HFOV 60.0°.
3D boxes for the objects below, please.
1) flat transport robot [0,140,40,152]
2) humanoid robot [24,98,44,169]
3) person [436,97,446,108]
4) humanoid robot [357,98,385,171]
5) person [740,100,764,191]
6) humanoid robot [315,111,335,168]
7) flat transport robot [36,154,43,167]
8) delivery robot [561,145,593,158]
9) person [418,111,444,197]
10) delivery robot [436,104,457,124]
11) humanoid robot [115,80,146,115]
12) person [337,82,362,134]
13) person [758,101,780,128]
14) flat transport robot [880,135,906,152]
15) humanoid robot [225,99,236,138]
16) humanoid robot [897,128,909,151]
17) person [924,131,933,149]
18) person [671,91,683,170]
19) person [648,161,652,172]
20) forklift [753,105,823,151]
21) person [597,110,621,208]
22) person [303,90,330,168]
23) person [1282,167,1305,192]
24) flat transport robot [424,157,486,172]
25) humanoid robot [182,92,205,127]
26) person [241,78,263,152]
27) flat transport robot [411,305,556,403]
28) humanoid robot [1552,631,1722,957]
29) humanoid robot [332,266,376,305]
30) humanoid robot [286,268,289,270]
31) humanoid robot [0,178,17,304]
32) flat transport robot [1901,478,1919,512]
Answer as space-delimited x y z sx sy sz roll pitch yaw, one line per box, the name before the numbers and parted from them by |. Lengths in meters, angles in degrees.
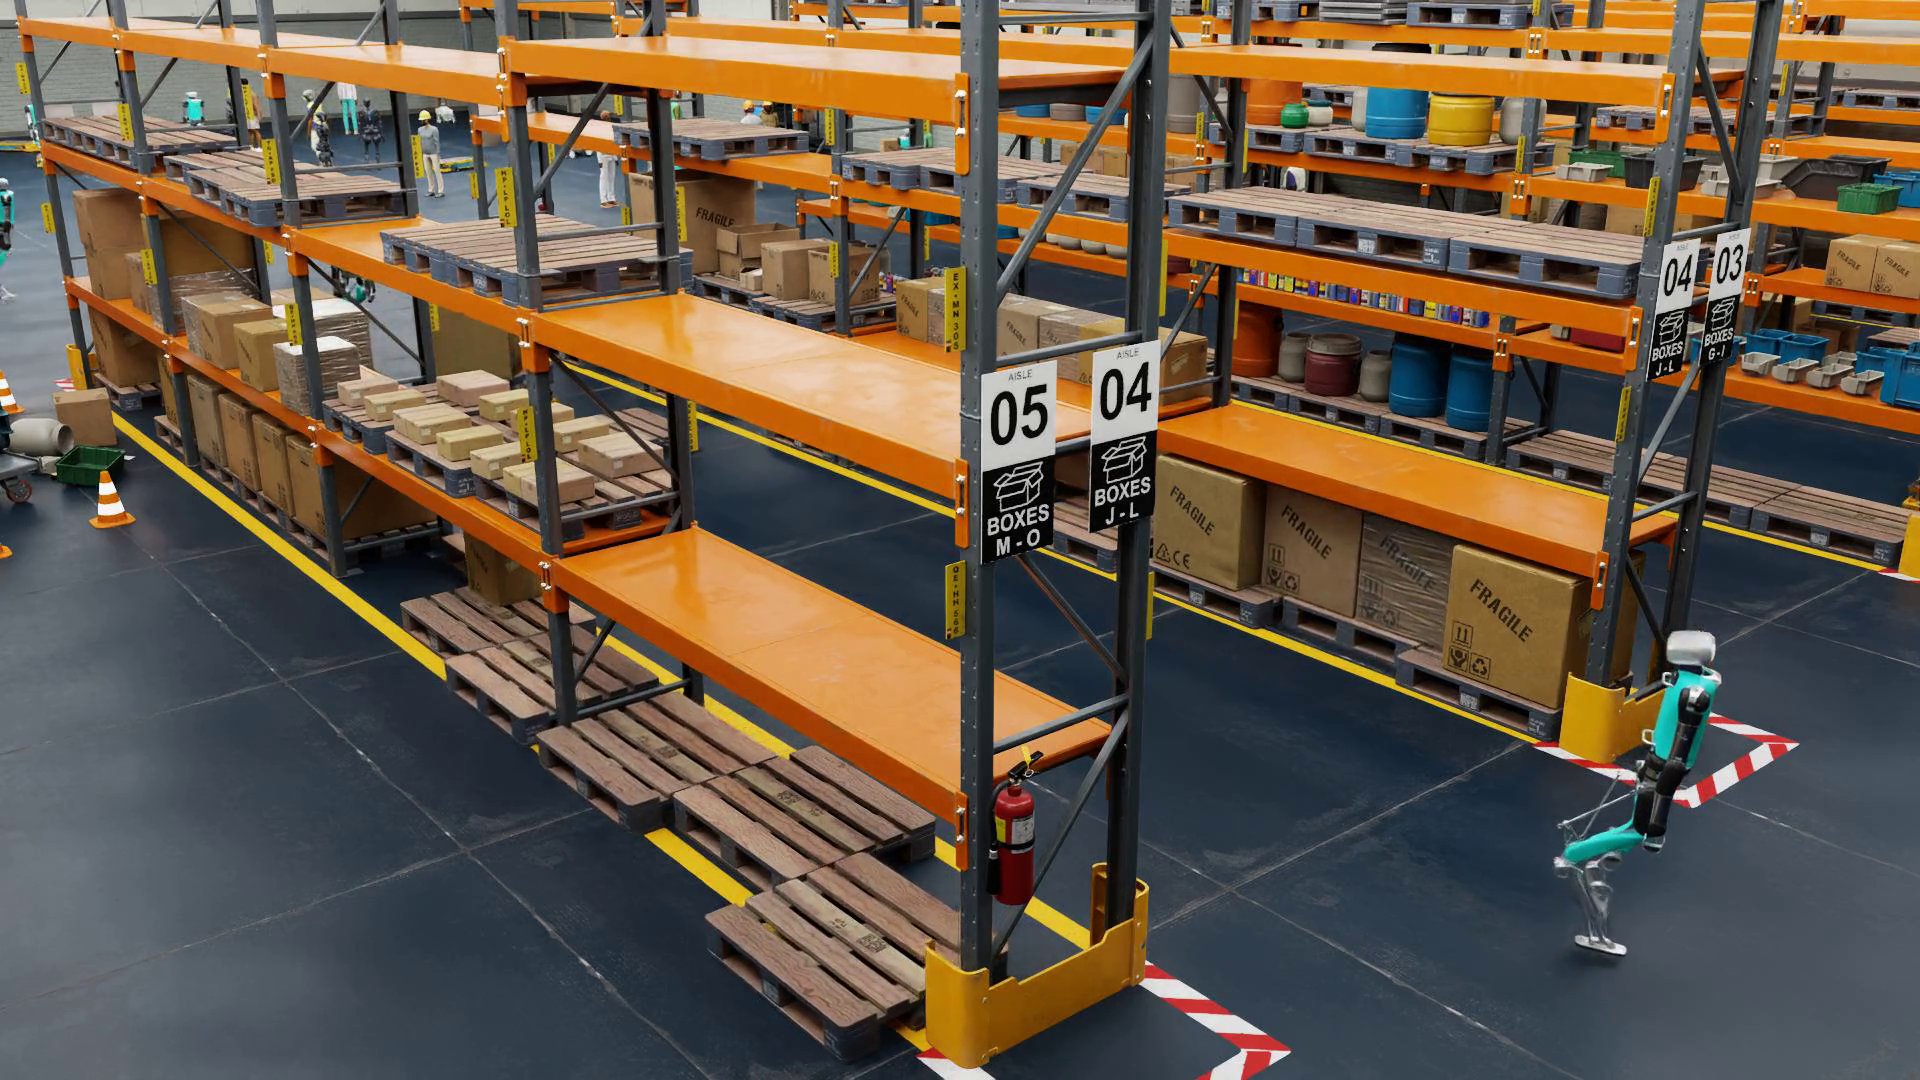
flat transport robot | -24.249 -10.099 42.677 1.431 0.231 0.659 2 19 7
humanoid robot | -20.849 -9.166 37.811 0.546 1.730 1.015 -11 22 -29
person | -16.149 -14.117 51.713 0.506 1.869 0.398 10 22 26
humanoid robot | -13.690 -9.423 38.617 0.597 1.650 0.327 -9 21 -25
person | -4.413 -8.336 35.225 0.569 1.889 0.388 -12 23 -31
humanoid robot | -13.601 -8.294 35.441 0.529 1.642 0.612 -2 19 -5
flat transport robot | -21.714 -9.086 39.796 0.659 0.231 1.431 -10 21 -25
delivery robot | -9.580 -9.829 41.449 0.499 0.576 0.747 17 25 40
person | -10.967 -7.977 34.394 0.516 1.756 0.338 8 21 20
delivery robot | -15.416 -12.741 49.758 0.499 0.589 0.782 -12 23 -31
humanoid robot | -22.623 -11.841 45.554 0.542 1.863 0.749 1 19 3
person | -17.150 -12.350 46.605 0.498 1.912 0.350 0 19 1
person | -4.300 -9.039 37.404 0.558 1.760 0.409 -3 20 -9
flat transport robot | -1.327 -8.147 37.123 0.659 0.231 1.431 -8 21 -21
humanoid robot | -16.781 -9.392 38.552 0.619 1.638 0.609 1 19 3
humanoid robot | -0.819 -6.913 31.389 1.006 1.733 0.542 -16 25 -38
person | -0.712 -7.515 33.119 0.469 1.731 0.329 15 25 37
person | -6.511 -9.389 38.105 0.385 1.972 0.479 -7 21 -19
person | -5.152 -6.022 28.539 0.371 1.958 0.596 1 19 3
forklift | -4.526 -11.368 42.374 1.129 2.768 1.873 -15 24 -37
person | -6.993 -7.560 33.016 0.343 1.882 0.578 9 21 25
person | -14.843 -9.478 38.524 0.365 1.870 0.714 1 19 4
person | 5.437 -5.476 27.140 0.393 1.846 0.562 10 22 26
flat transport robot | -11.863 -8.797 38.974 0.659 0.231 1.431 11 22 28
humanoid robot | -18.236 -9.665 39.358 0.853 1.855 0.545 13 23 32
person | -18.051 -10.798 42.299 0.796 1.842 0.418 8 21 21
flat transport robot | -5.243 -1.563 18.383 1.431 0.231 0.659 9 21 24
humanoid robot | 3.204 1.314 8.126 0.743 1.892 0.541 7 21 20
humanoid robot | -7.652 -3.158 20.738 0.549 1.771 0.948 -16 25 -38
humanoid robot | -10.577 -5.042 26.221 0.600 1.632 0.701 -1 19 -2
humanoid robot | -13.842 -4.209 23.821 0.733 1.869 0.551 -12 23 -31
flat transport robot | 9.181 -0.451 15.220 0.659 0.231 1.431 17 25 40
